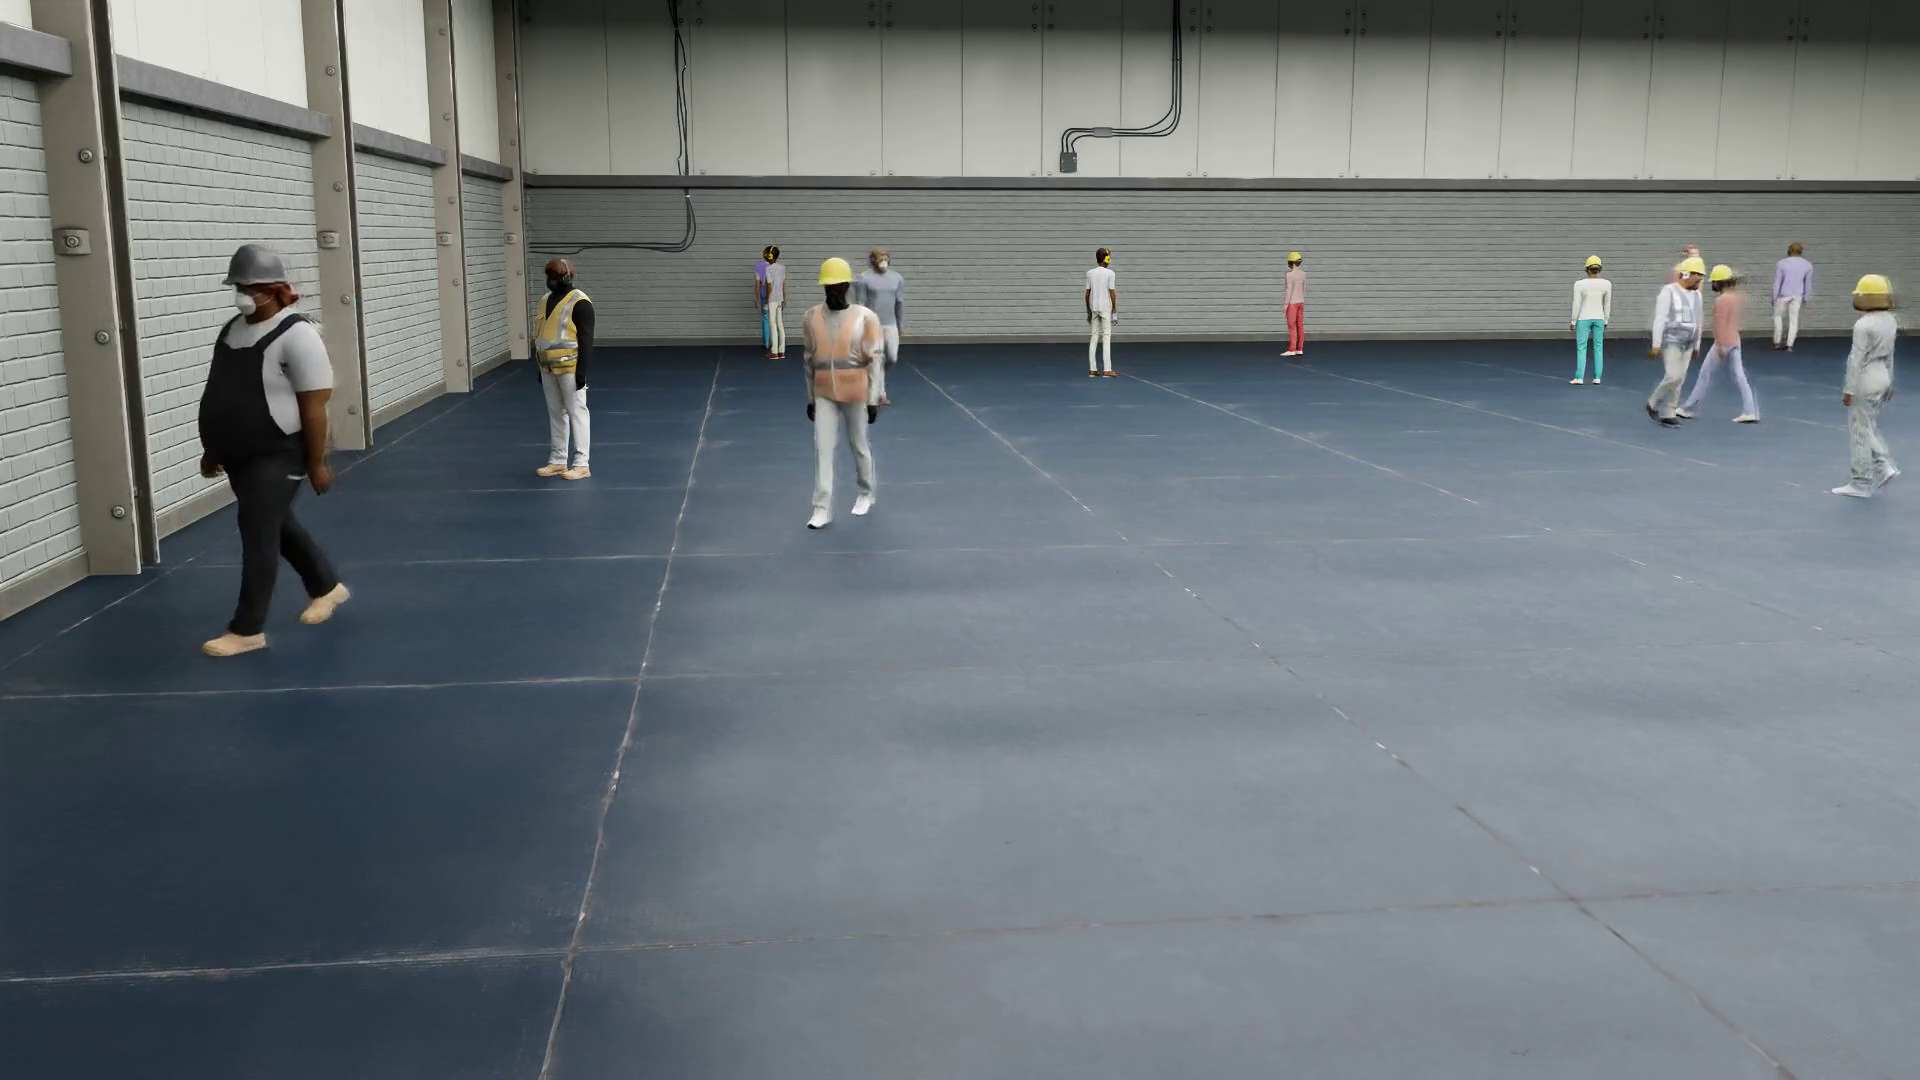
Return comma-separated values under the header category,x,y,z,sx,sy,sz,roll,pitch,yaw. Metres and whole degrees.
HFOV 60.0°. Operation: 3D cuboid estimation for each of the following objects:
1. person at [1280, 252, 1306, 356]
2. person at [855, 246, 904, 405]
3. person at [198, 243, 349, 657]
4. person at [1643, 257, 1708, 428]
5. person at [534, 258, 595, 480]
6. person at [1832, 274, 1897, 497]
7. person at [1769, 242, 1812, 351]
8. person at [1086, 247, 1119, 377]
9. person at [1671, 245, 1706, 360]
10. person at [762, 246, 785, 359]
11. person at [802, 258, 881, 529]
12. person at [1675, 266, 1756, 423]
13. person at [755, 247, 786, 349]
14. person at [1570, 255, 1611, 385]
category,x,y,z,sx,sy,sz,roll,pitch,yaw
person,5.674,-4.010,28.305,0.524,1.769,0.315,-10,14,-43
person,-0.992,-2.612,20.238,0.634,1.917,0.690,-5,11,-24
person,-3.457,-0.504,8.335,0.683,2.000,0.956,8,13,36
person,7.609,-2.082,17.616,0.620,1.809,0.412,-5,11,-25
person,-3.339,-1.432,13.969,0.627,1.845,0.429,8,13,37
person,7.053,-1.197,12.963,0.511,1.728,0.372,-7,12,-33
person,14.757,-4.326,29.617,0.664,1.914,0.722,1,10,7
person,2.055,-3.291,24.076,0.519,1.874,0.326,8,13,36
person,11.921,-3.869,27.184,0.675,1.884,0.588,-5,11,-24
person,-3.117,-3.953,27.707,0.326,1.871,0.550,5,12,26
person,-0.834,-1.058,11.831,0.603,1.882,0.979,3,11,15
person,8.320,-2.141,18.224,0.952,1.701,0.557,10,14,43
person,-3.424,-4.373,30.072,0.563,1.848,0.389,-3,11,-15
person,8.634,-3.005,22.800,0.532,1.768,0.311,0,10,-2
